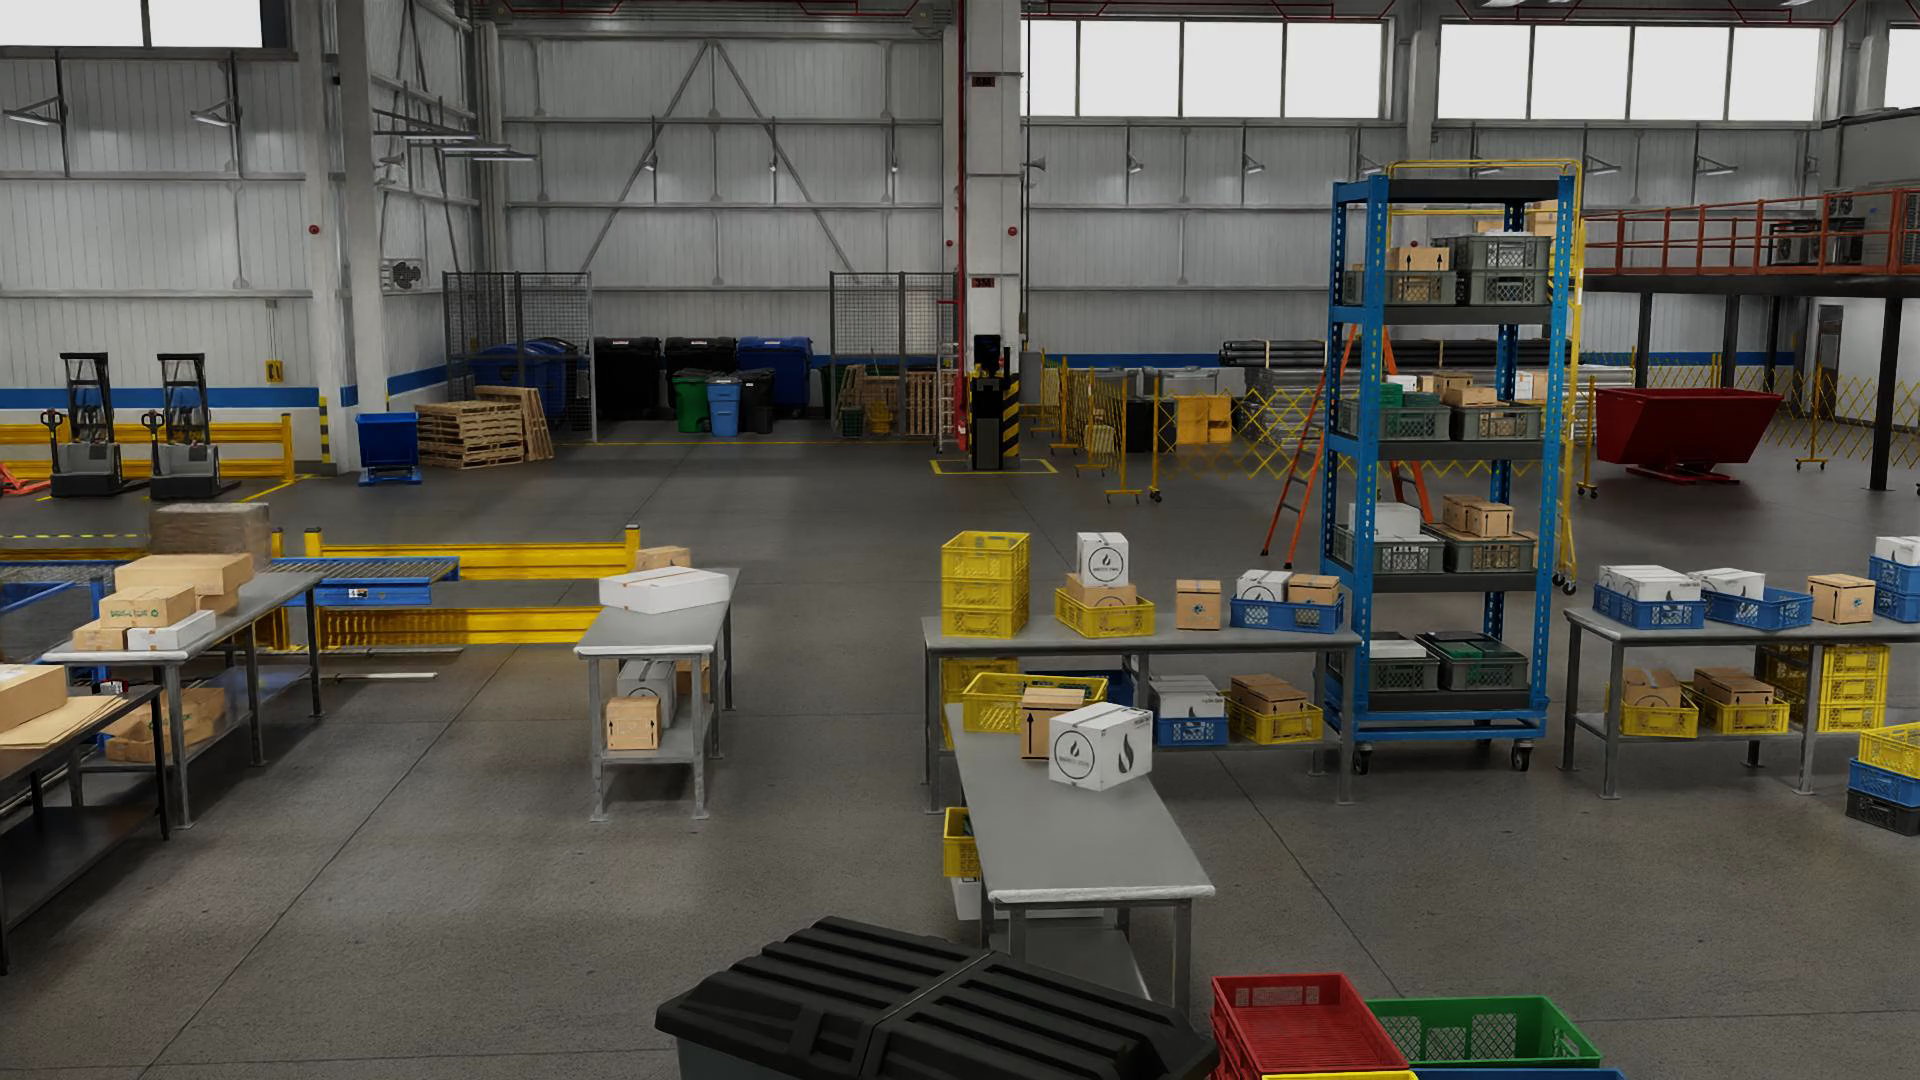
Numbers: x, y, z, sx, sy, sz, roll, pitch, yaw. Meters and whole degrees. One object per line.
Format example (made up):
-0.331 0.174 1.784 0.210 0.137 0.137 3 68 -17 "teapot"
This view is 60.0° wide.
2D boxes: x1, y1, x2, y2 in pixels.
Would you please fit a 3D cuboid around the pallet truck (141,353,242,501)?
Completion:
-10.520 -1.604 22.925 0.823 1.965 1.885 -1 9 -6 "pallet truck"

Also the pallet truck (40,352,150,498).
-11.907 -1.642 23.165 0.823 1.965 1.885 0 9 0 "pallet truck"

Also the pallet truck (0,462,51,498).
-13.193 -1.293 23.148 0.653 1.274 1.630 -1 9 -4 "pallet truck"
